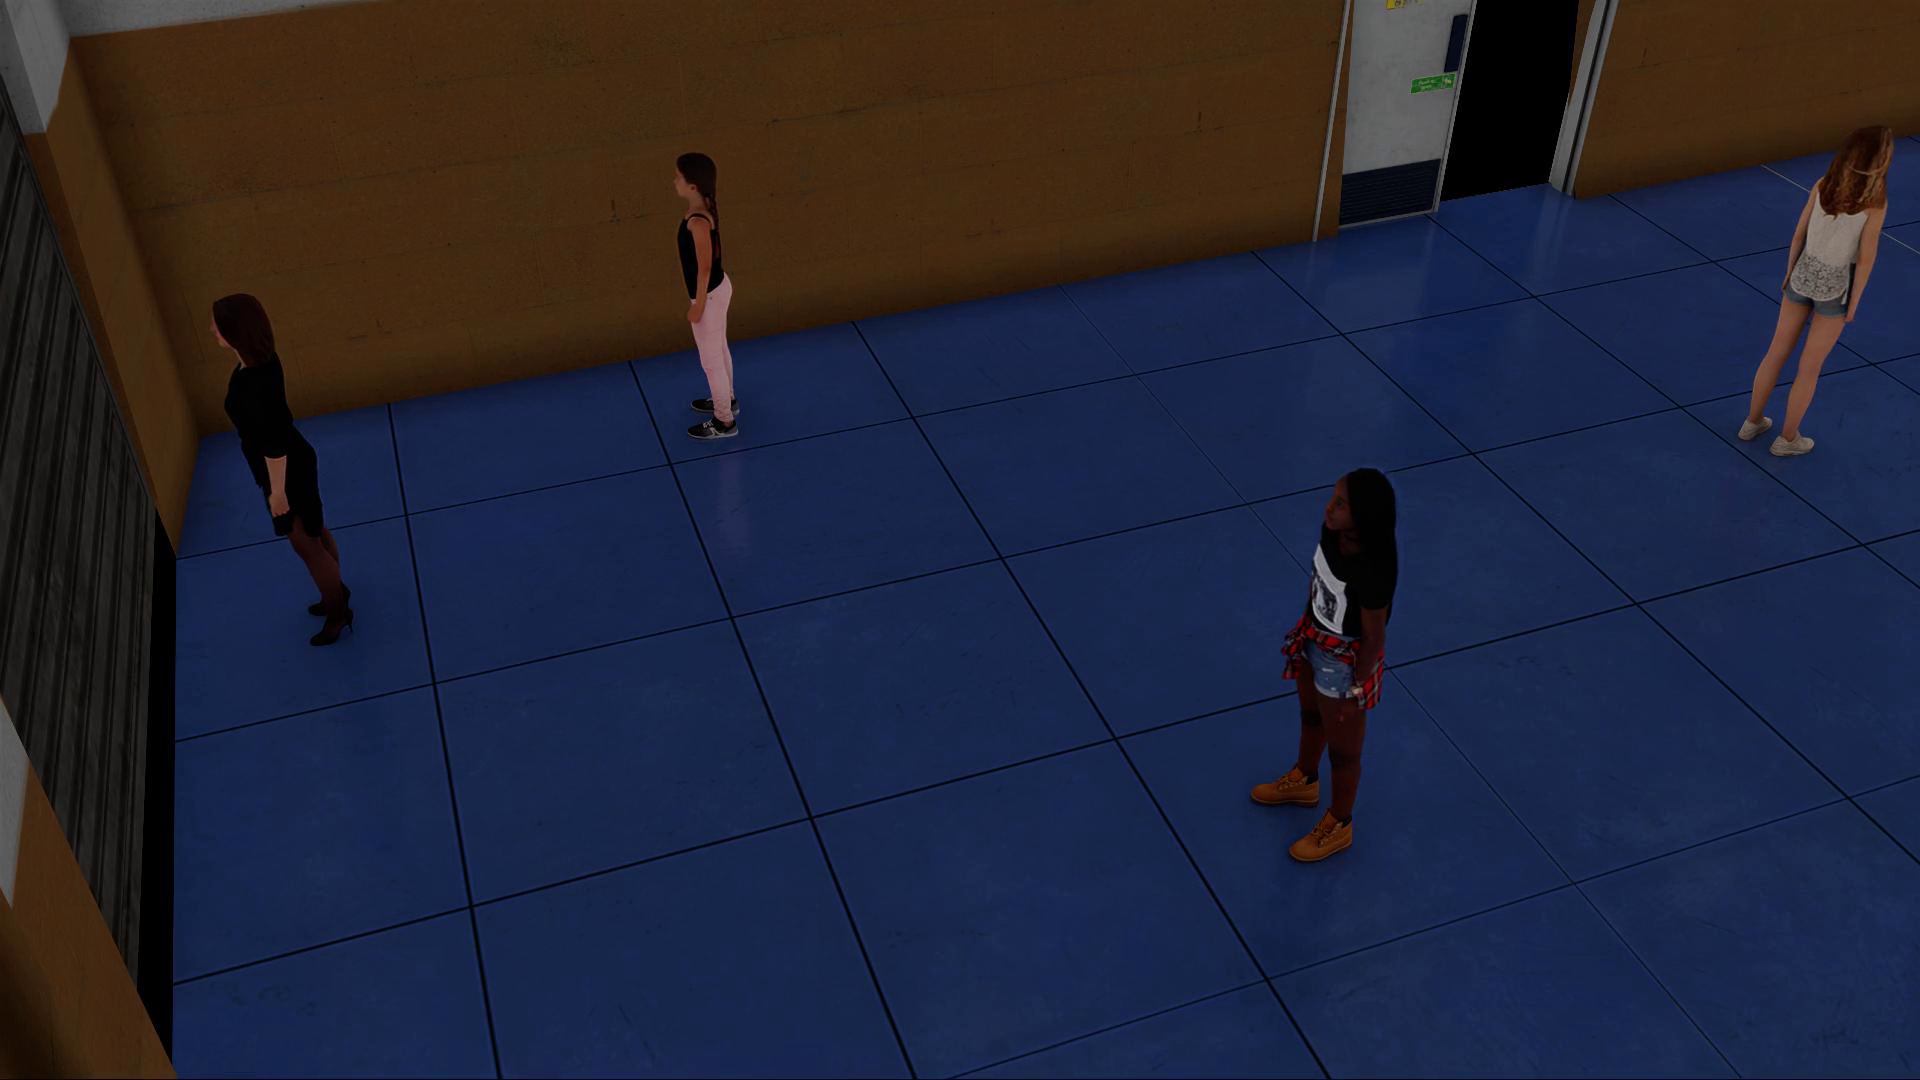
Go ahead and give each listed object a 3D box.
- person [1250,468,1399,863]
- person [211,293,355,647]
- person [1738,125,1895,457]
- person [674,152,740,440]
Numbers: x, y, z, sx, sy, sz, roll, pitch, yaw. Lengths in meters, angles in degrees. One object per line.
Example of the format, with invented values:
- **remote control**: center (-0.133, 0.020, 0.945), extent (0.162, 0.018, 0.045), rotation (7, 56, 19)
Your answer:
- **person**: center (1.381, 0.455, 6.103), extent (0.690, 1.727, 0.556), rotation (-9, 38, -12)
- **person**: center (-2.870, -0.288, 7.097), extent (0.653, 1.706, 0.434), rotation (-10, 38, -14)
- **person**: center (4.295, -1.235, 8.329), extent (0.658, 1.759, 0.495), rotation (-19, 41, -24)
- **person**: center (-1.290, -1.252, 8.513), extent (0.653, 1.565, 0.549), rotation (0, 37, 0)
